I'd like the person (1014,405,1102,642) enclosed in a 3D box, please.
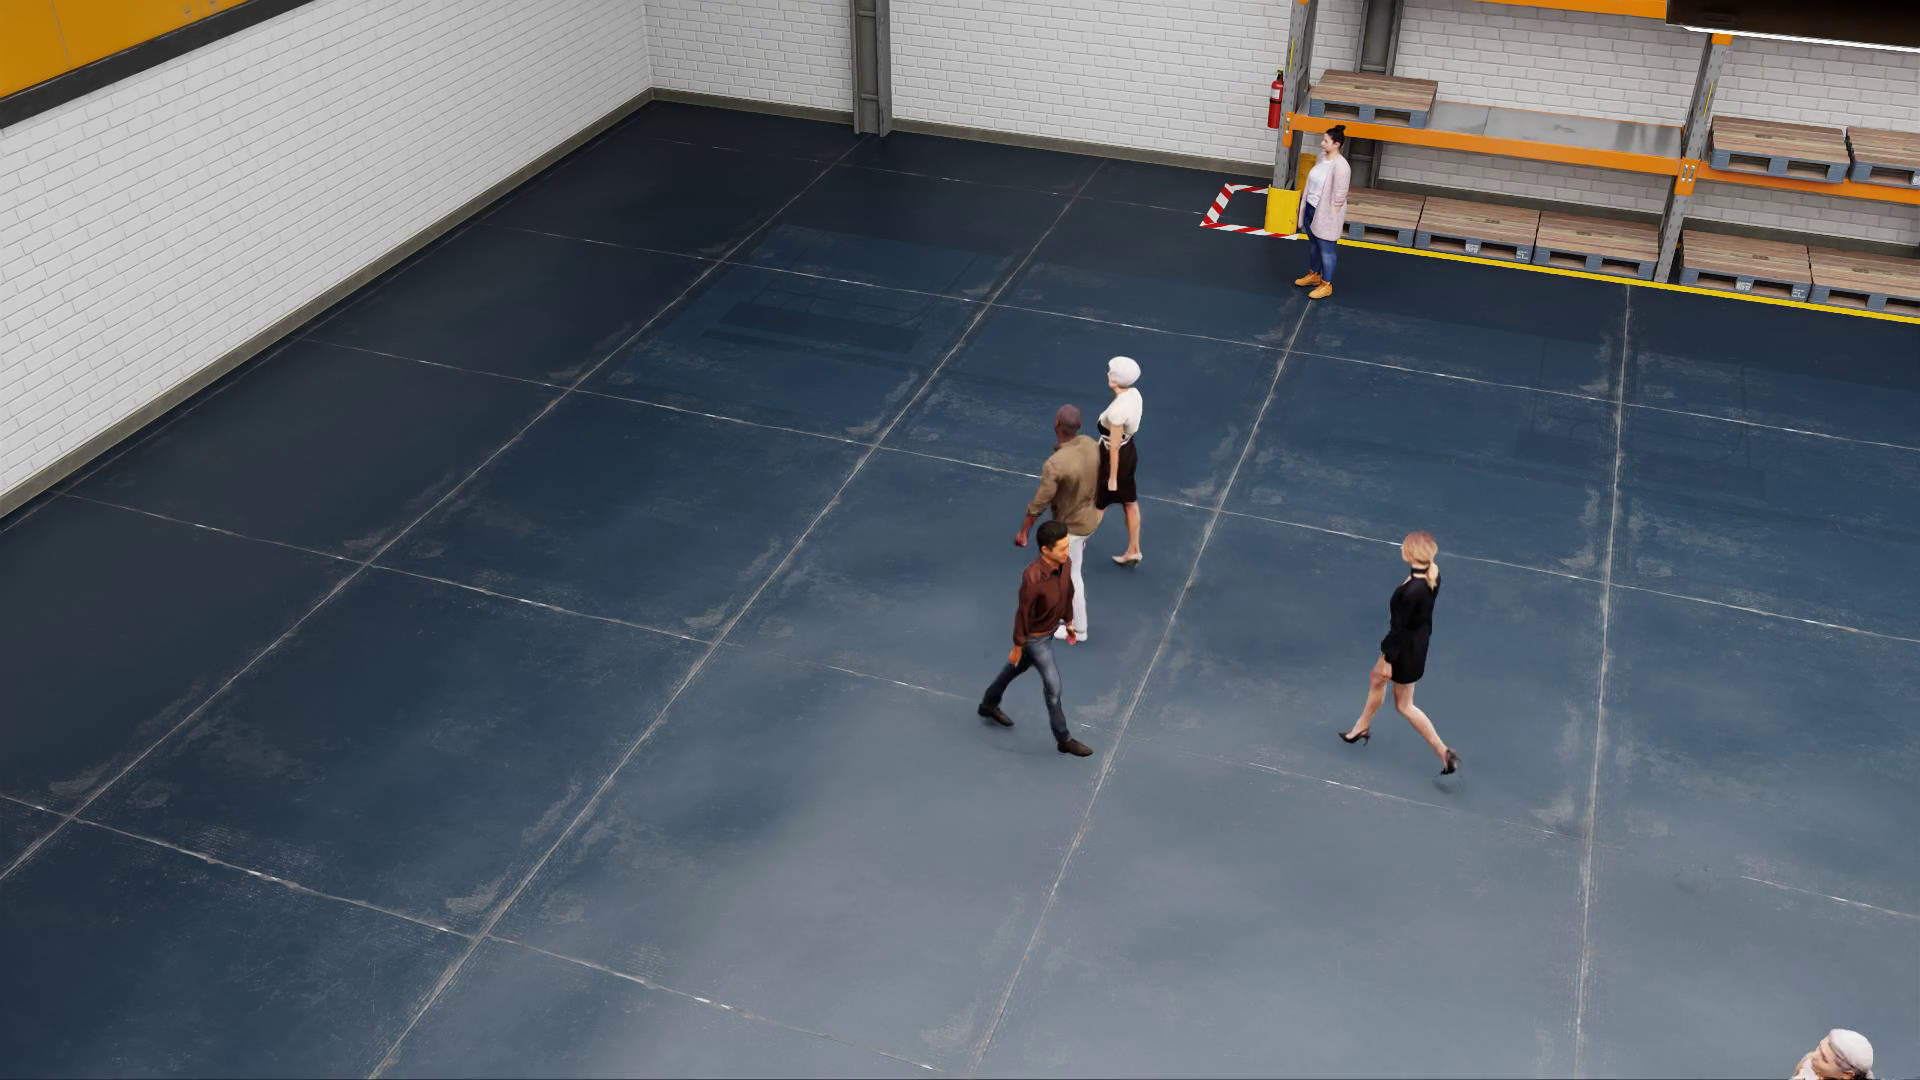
[{"bbox_3d":[0.841,-0.070,11.558,0.800,1.808,0.820,16,37,22],"label":"person"}]

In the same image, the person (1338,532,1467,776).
[{"bbox_3d":[2.842,0.756,10.385,1.153,1.730,0.789,22,39,29],"label":"person"}]

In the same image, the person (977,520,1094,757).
[{"bbox_3d":[0.417,0.585,10.642,1.127,1.731,0.726,17,37,24],"label":"person"}]

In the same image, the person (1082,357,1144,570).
[{"bbox_3d":[1.250,-0.521,12.308,0.974,1.730,0.716,16,37,23],"label":"person"}]

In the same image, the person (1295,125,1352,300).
[{"bbox_3d":[3.615,-3.258,16.412,0.826,1.744,0.795,-9,35,-13],"label":"person"}]
